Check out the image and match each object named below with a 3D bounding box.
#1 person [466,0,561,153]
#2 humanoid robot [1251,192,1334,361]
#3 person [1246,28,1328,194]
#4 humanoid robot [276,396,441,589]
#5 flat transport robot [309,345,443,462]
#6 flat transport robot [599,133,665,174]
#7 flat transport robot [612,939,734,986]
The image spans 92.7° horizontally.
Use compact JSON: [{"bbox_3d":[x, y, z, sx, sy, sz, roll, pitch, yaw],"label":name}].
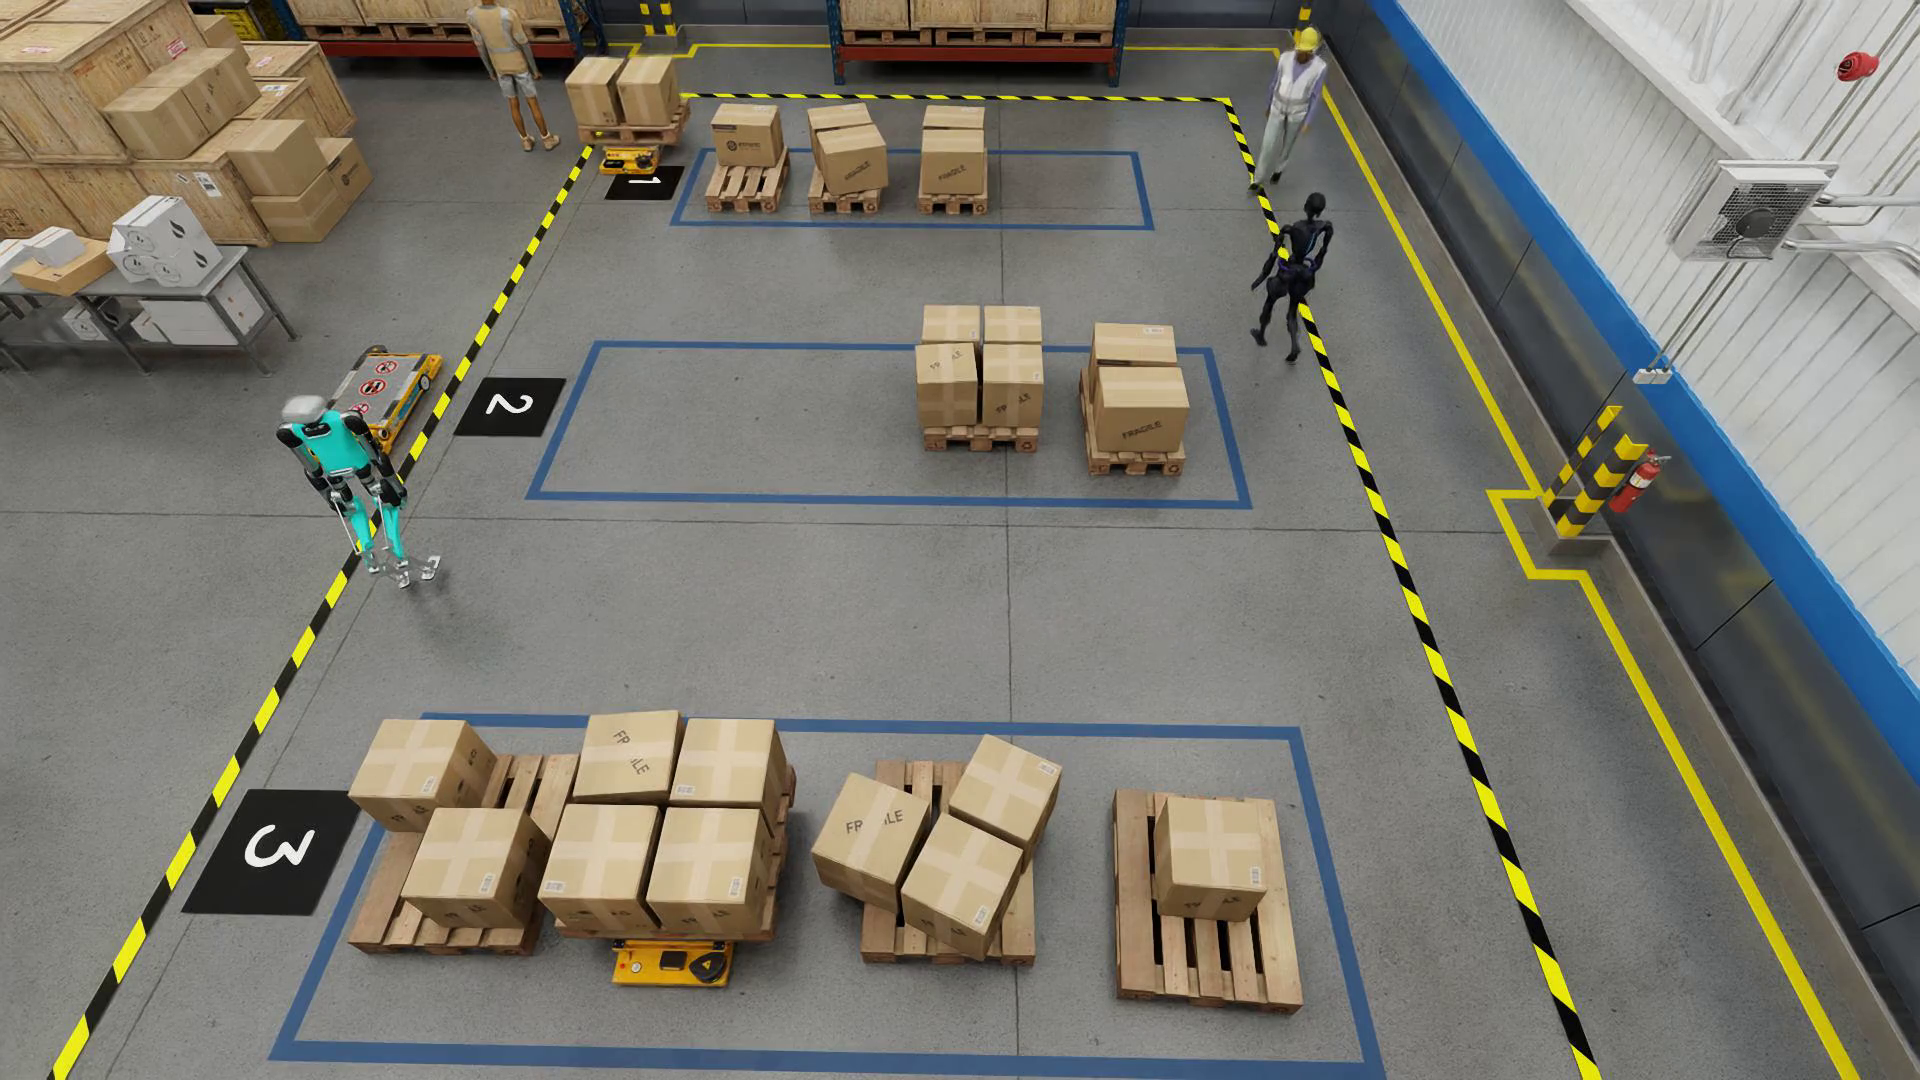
[{"bbox_3d":[-5.407,-5.726,11.051,0.614,2.040,0.371,-2,50,-2],"label":"person"},{"bbox_3d":[3.077,-2.417,8.501,0.601,1.641,0.637,-7,50,-6],"label":"humanoid robot"},{"bbox_3d":[3.733,-4.851,10.465,0.609,1.788,0.886,23,54,18],"label":"person"},{"bbox_3d":[-4.243,-0.206,6.494,0.533,1.673,0.735,-13,51,-11],"label":"humanoid robot"},{"bbox_3d":[-5.383,-1.269,8.441,0.659,0.231,1.431,1,50,1],"label":"flat transport robot"},{"bbox_3d":[-4.091,-5.101,11.665,0.652,0.197,1.431,1,50,1],"label":"flat transport robot"},{"bbox_3d":[-1.659,1.971,5.681,0.652,0.197,1.431,1,50,1],"label":"flat transport robot"}]
